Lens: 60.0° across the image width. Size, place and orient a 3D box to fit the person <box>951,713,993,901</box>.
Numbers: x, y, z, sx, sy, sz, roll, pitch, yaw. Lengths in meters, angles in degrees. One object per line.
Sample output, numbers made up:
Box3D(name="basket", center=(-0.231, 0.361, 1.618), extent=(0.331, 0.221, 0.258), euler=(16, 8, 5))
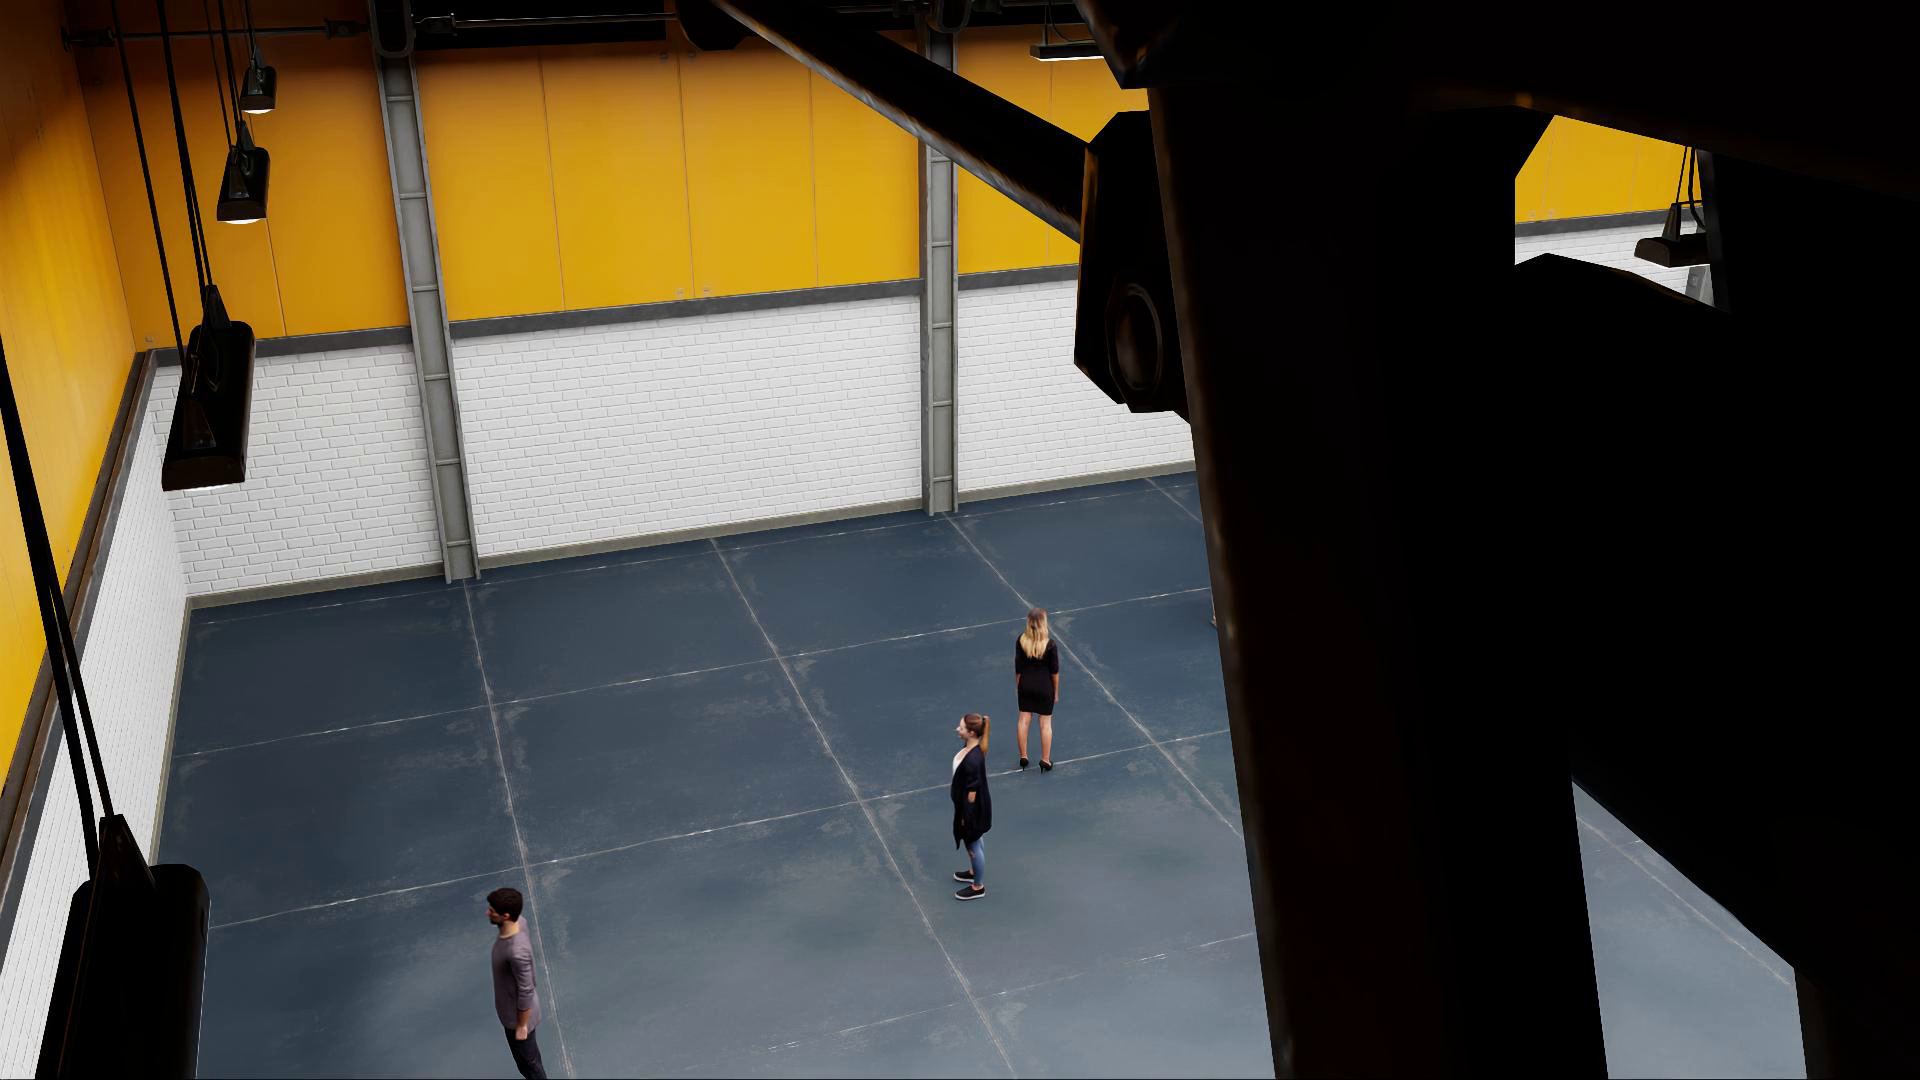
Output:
Box3D(name="person", center=(0.103, 2.165, 13.634), extent=(0.678, 1.684, 0.703), euler=(0, 24, 1))

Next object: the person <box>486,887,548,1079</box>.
Box3D(name="person", center=(-2.973, 3.129, 11.215), extent=(0.533, 1.854, 0.672), euler=(-9, 25, -20))

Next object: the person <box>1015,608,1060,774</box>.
Box3D(name="person", center=(0.703, 1.390, 15.416), extent=(0.583, 1.676, 0.671), euler=(7, 25, 16))
